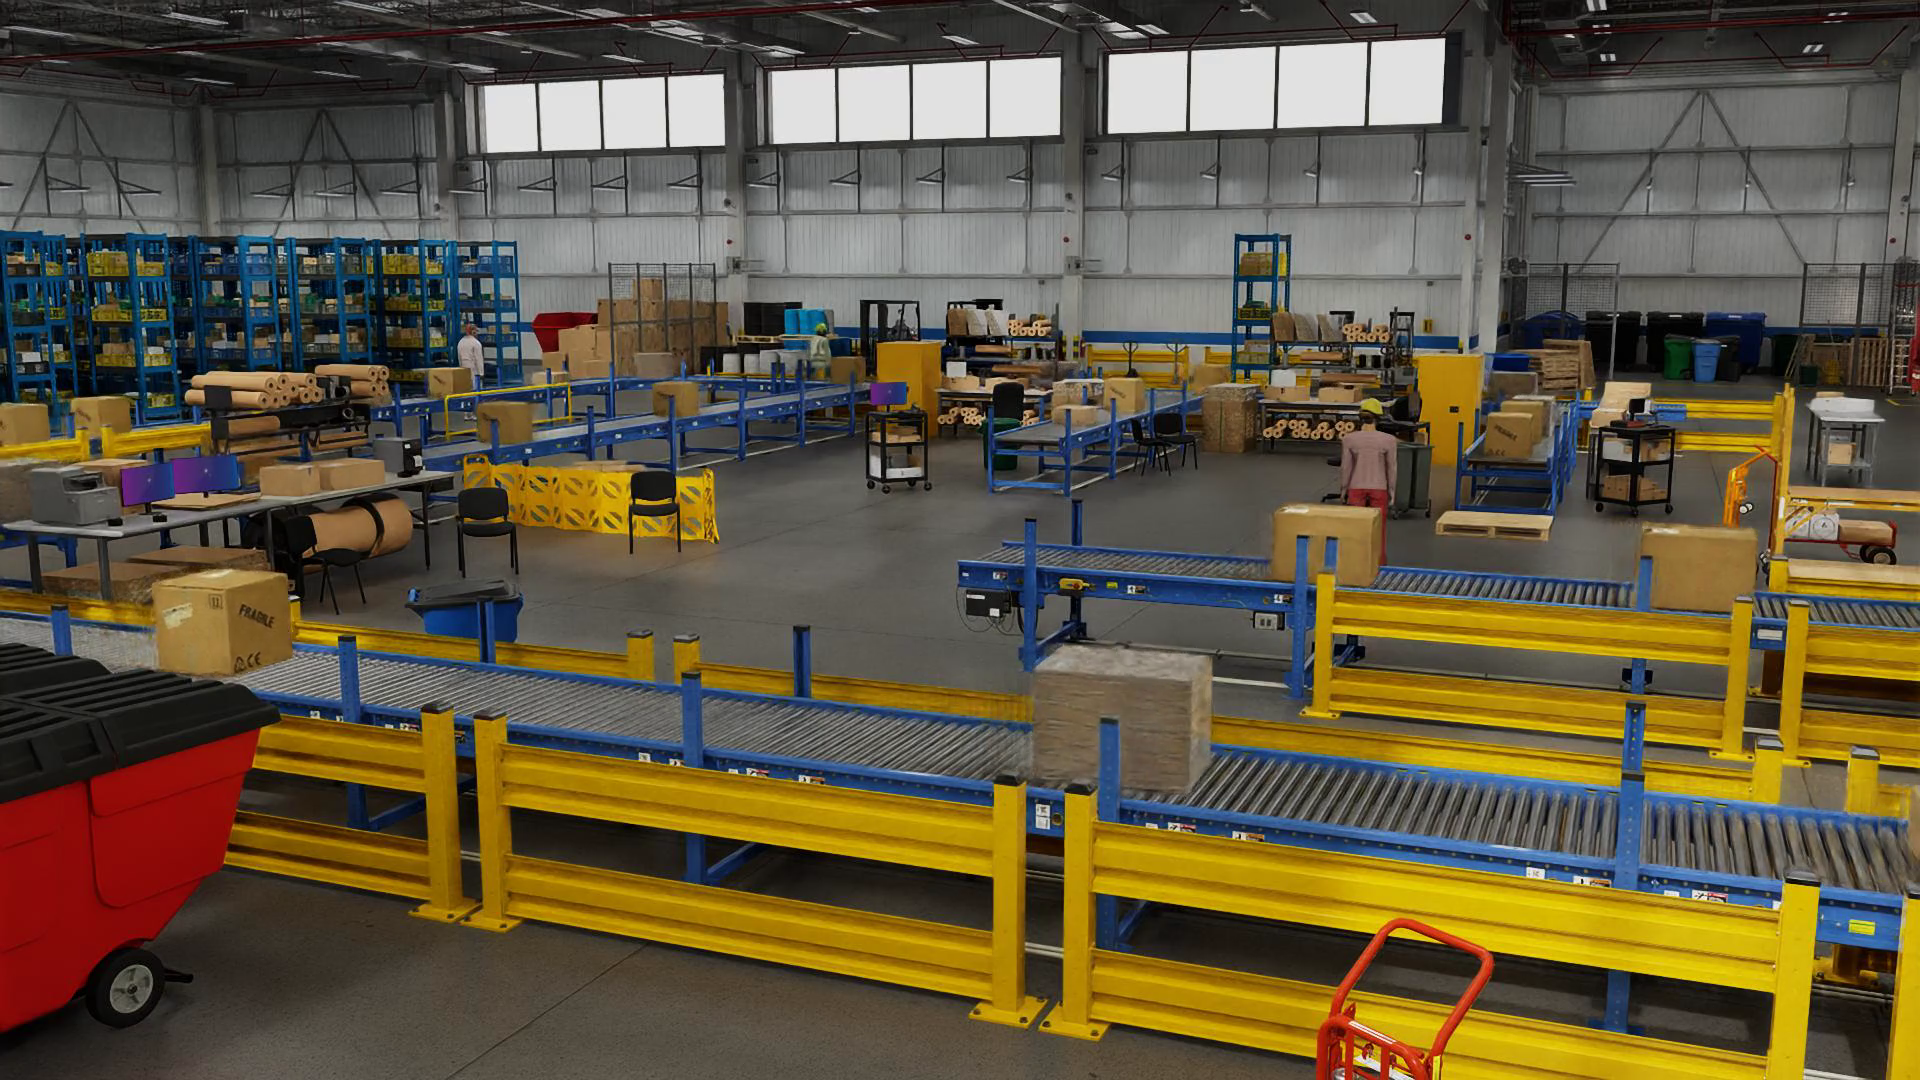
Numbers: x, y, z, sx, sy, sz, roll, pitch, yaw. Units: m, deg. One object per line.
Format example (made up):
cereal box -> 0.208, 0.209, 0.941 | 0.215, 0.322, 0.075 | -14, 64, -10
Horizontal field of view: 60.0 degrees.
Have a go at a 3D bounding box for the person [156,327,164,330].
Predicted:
person -> -17.951, -4.039, 37.409 | 0.571, 1.831, 0.411 | -5, 10, -26

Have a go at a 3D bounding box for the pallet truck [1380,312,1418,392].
pallet truck -> 10.207, -4.283, 38.369 | 0.823, 1.965, 1.885 | 3, 10, 20

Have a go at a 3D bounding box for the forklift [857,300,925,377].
forklift -> -1.732, -5.109, 42.468 | 1.157, 1.987, 2.680 | 4, 10, 22

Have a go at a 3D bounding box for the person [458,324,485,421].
person -> -9.509, -3.275, 32.533 | 0.655, 1.906, 0.407 | 7, 12, 37

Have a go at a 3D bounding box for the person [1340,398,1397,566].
person -> 3.934, -0.482, 16.040 | 0.533, 1.765, 0.321 | 2, 10, 15

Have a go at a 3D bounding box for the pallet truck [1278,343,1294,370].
pallet truck -> 7.886, -4.163, 39.743 | 0.653, 1.274, 1.630 | 4, 10, 22

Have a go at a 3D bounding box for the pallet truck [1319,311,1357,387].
pallet truck -> 9.071, -4.419, 39.190 | 0.823, 1.965, 1.885 | 5, 10, 26

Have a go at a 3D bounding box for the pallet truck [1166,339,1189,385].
pallet truck -> 5.418, -4.269, 40.420 | 0.704, 1.261, 1.522 | 3, 10, 20

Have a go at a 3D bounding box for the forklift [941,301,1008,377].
forklift -> 0.365, -4.966, 41.571 | 1.157, 1.987, 2.680 | 3, 10, 20

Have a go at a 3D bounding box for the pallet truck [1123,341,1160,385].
pallet truck -> 4.445, -4.380, 41.279 | 0.680, 1.201, 1.601 | 4, 10, 22

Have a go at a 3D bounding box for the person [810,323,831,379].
person -> -3.097, -3.881, 36.581 | 0.931, 1.796, 0.582 | -5, 11, -30
